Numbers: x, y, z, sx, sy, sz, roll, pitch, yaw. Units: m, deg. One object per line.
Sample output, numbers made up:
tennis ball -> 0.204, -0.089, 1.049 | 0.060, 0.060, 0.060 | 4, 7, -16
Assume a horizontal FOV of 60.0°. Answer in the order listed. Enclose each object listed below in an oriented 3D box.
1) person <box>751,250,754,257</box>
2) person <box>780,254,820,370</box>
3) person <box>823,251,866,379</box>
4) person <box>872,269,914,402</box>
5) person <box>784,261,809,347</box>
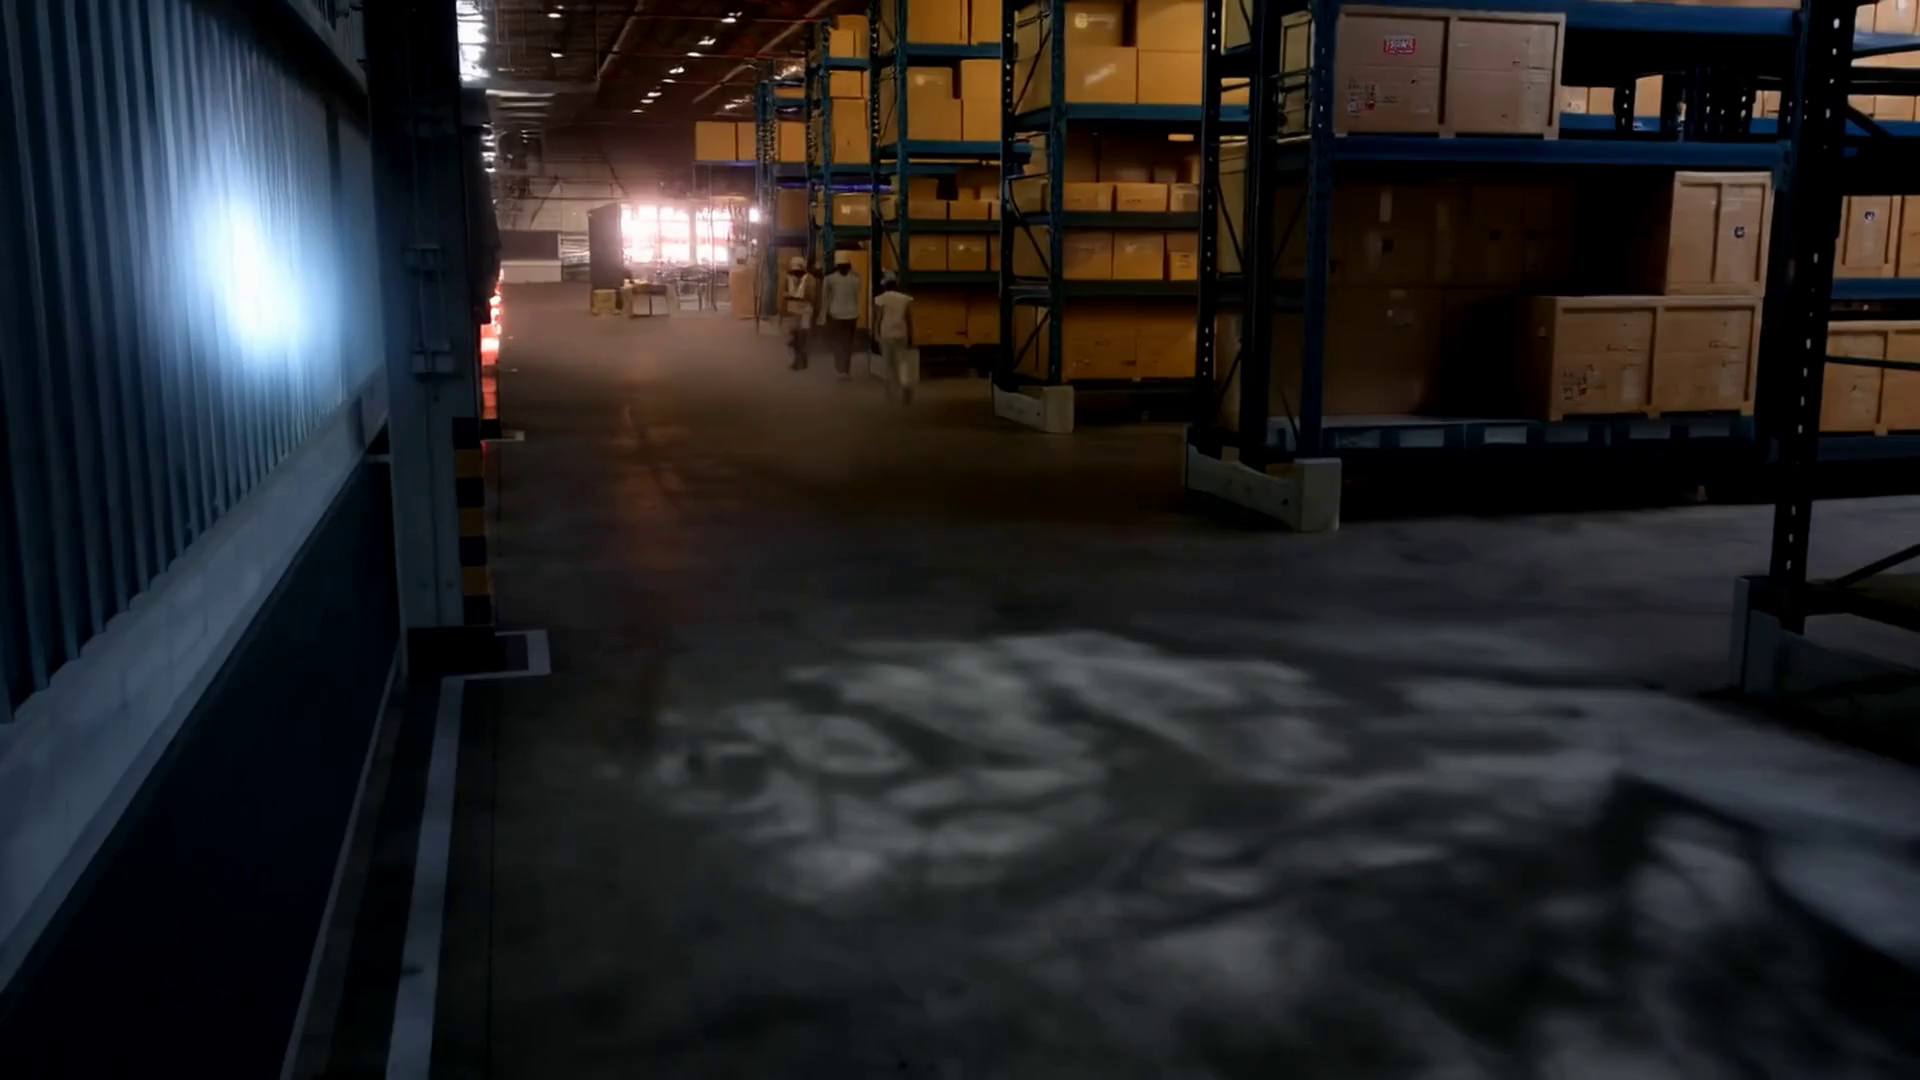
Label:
person -> -9.128, -11.896, 73.659 | 0.563, 1.847, 0.390 | -2, 10, -13
person -> -2.621, -3.722, 27.231 | 0.681, 1.893, 0.533 | 3, 10, 15
person -> -1.756, -3.434, 25.457 | 0.619, 1.948, 0.837 | -2, 10, -14
person -> -0.859, -2.639, 21.549 | 0.573, 1.736, 0.644 | -3, 10, -14
person -> -3.281, -4.769, 33.464 | 0.663, 1.787, 0.585 | 8, 13, 39
